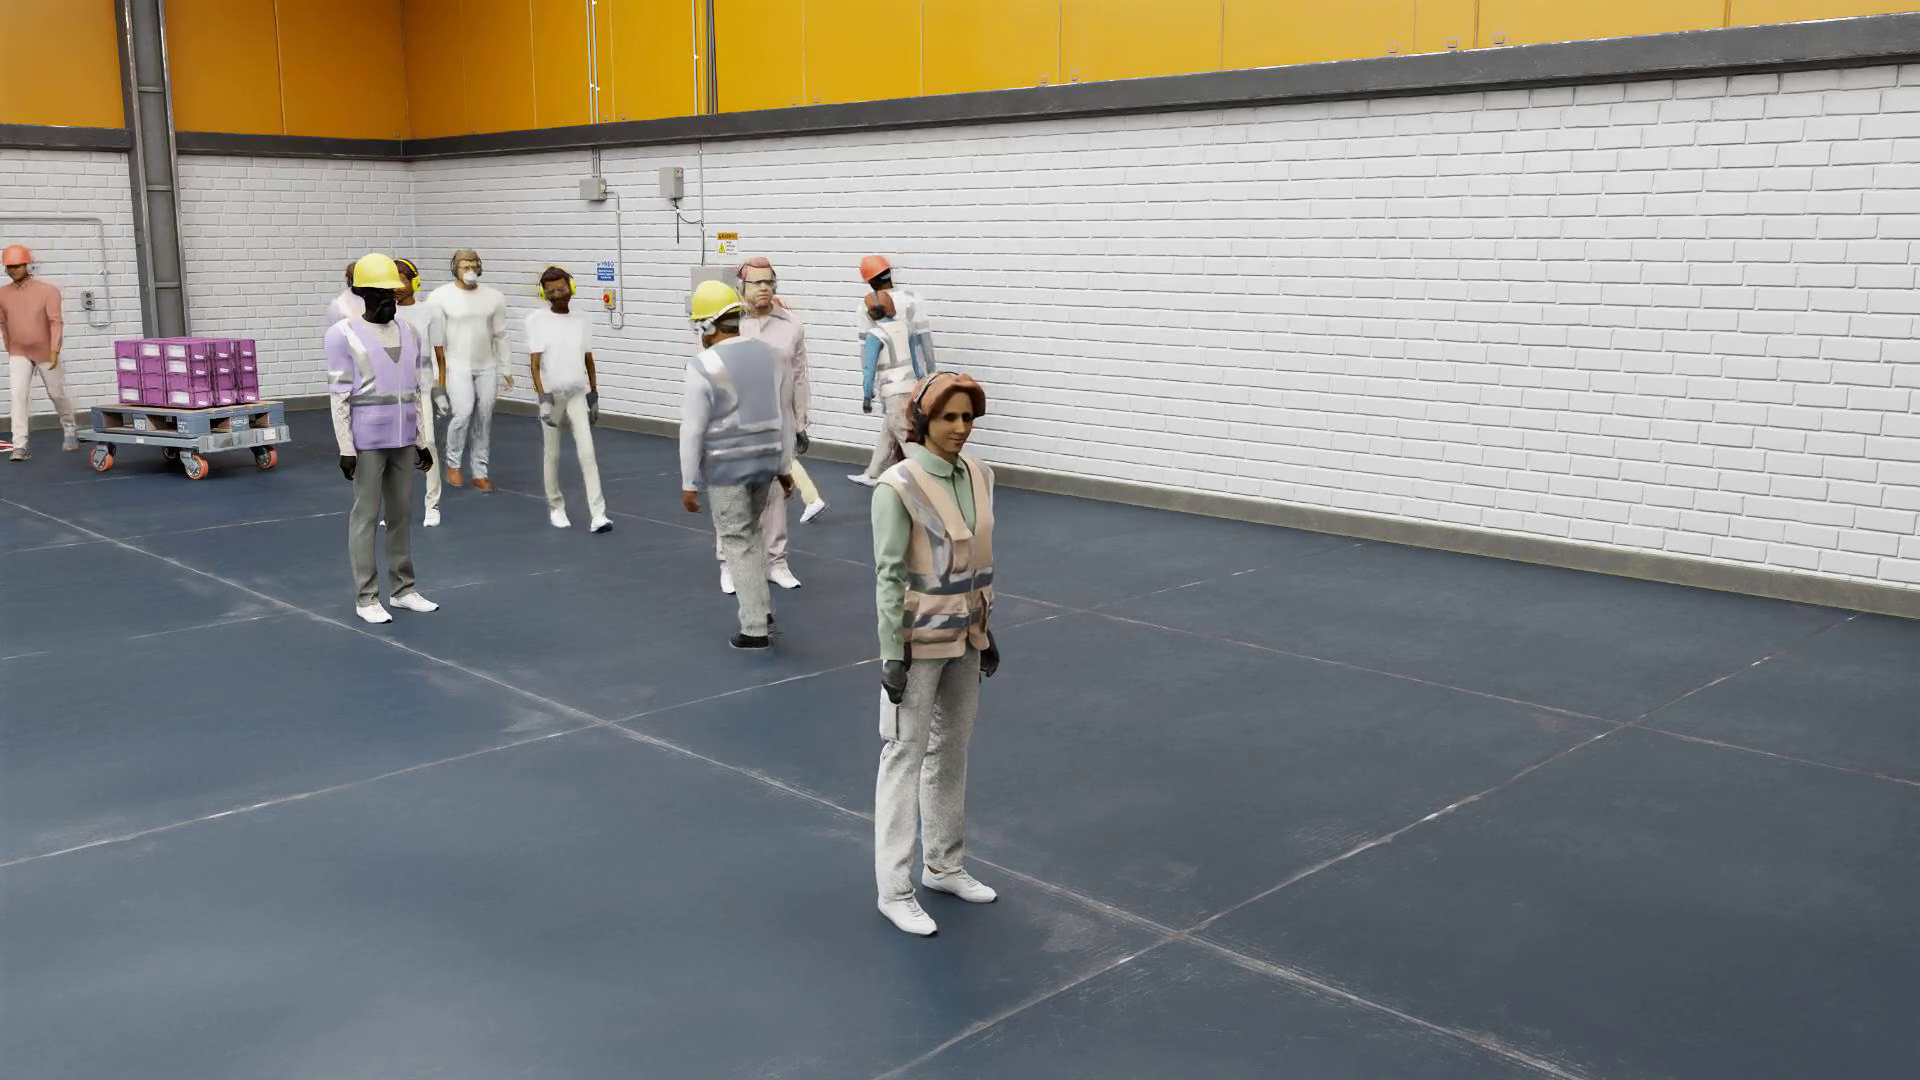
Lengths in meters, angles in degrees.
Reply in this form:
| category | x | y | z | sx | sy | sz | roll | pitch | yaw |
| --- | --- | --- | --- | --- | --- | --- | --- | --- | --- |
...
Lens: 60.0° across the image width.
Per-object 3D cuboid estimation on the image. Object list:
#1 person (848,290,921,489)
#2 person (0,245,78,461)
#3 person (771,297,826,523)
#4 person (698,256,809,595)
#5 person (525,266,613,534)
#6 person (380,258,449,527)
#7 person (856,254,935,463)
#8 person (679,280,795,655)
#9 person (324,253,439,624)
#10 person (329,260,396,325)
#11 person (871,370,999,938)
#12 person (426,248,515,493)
| category | x | y | z | sx | sy | sz | roll | pitch | yaw |
| --- | --- | --- | --- | --- | --- | --- | --- | --- | --- |
| person | -0.554 | -1.137 | 12.935 | 0.812 | 1.586 | 0.532 | 6 | 12 | 30 |
| person | -8.484 | -1.730 | 15.272 | 0.604 | 1.951 | 1.039 | -2 | 11 | -10 |
| person | -1.261 | -0.928 | 11.842 | 0.839 | 1.596 | 0.506 | 7 | 13 | 34 |
| person | -1.151 | -0.647 | 9.446 | 0.651 | 1.904 | 0.403 | -6 | 12 | -29 |
| person | -2.646 | -0.935 | 11.267 | 0.517 | 1.806 | 1.000 | -6 | 12 | -31 |
| person | -3.821 | -1.015 | 11.567 | 0.520 | 1.865 | 0.333 | 0 | 10 | 3 |
| person | -0.504 | -1.336 | 13.292 | 0.643 | 1.870 | 0.427 | 0 | 10 | -1 |
| person | -1.109 | -0.340 | 8.032 | 0.521 | 1.807 | 0.604 | 9 | 14 | 40 |
| person | -3.038 | -0.537 | 8.780 | 0.364 | 1.928 | 0.586 | 6 | 12 | 29 |
| person | -5.243 | -1.570 | 14.754 | 0.638 | 1.811 | 0.777 | -7 | 13 | -35 |
| person | -0.067 | 0.321 | 4.894 | 0.312 | 1.636 | 0.520 | 8 | 13 | 36 |
| person | -3.842 | -1.326 | 13.085 | 0.643 | 1.923 | 0.419 | -8 | 13 | -37 |
